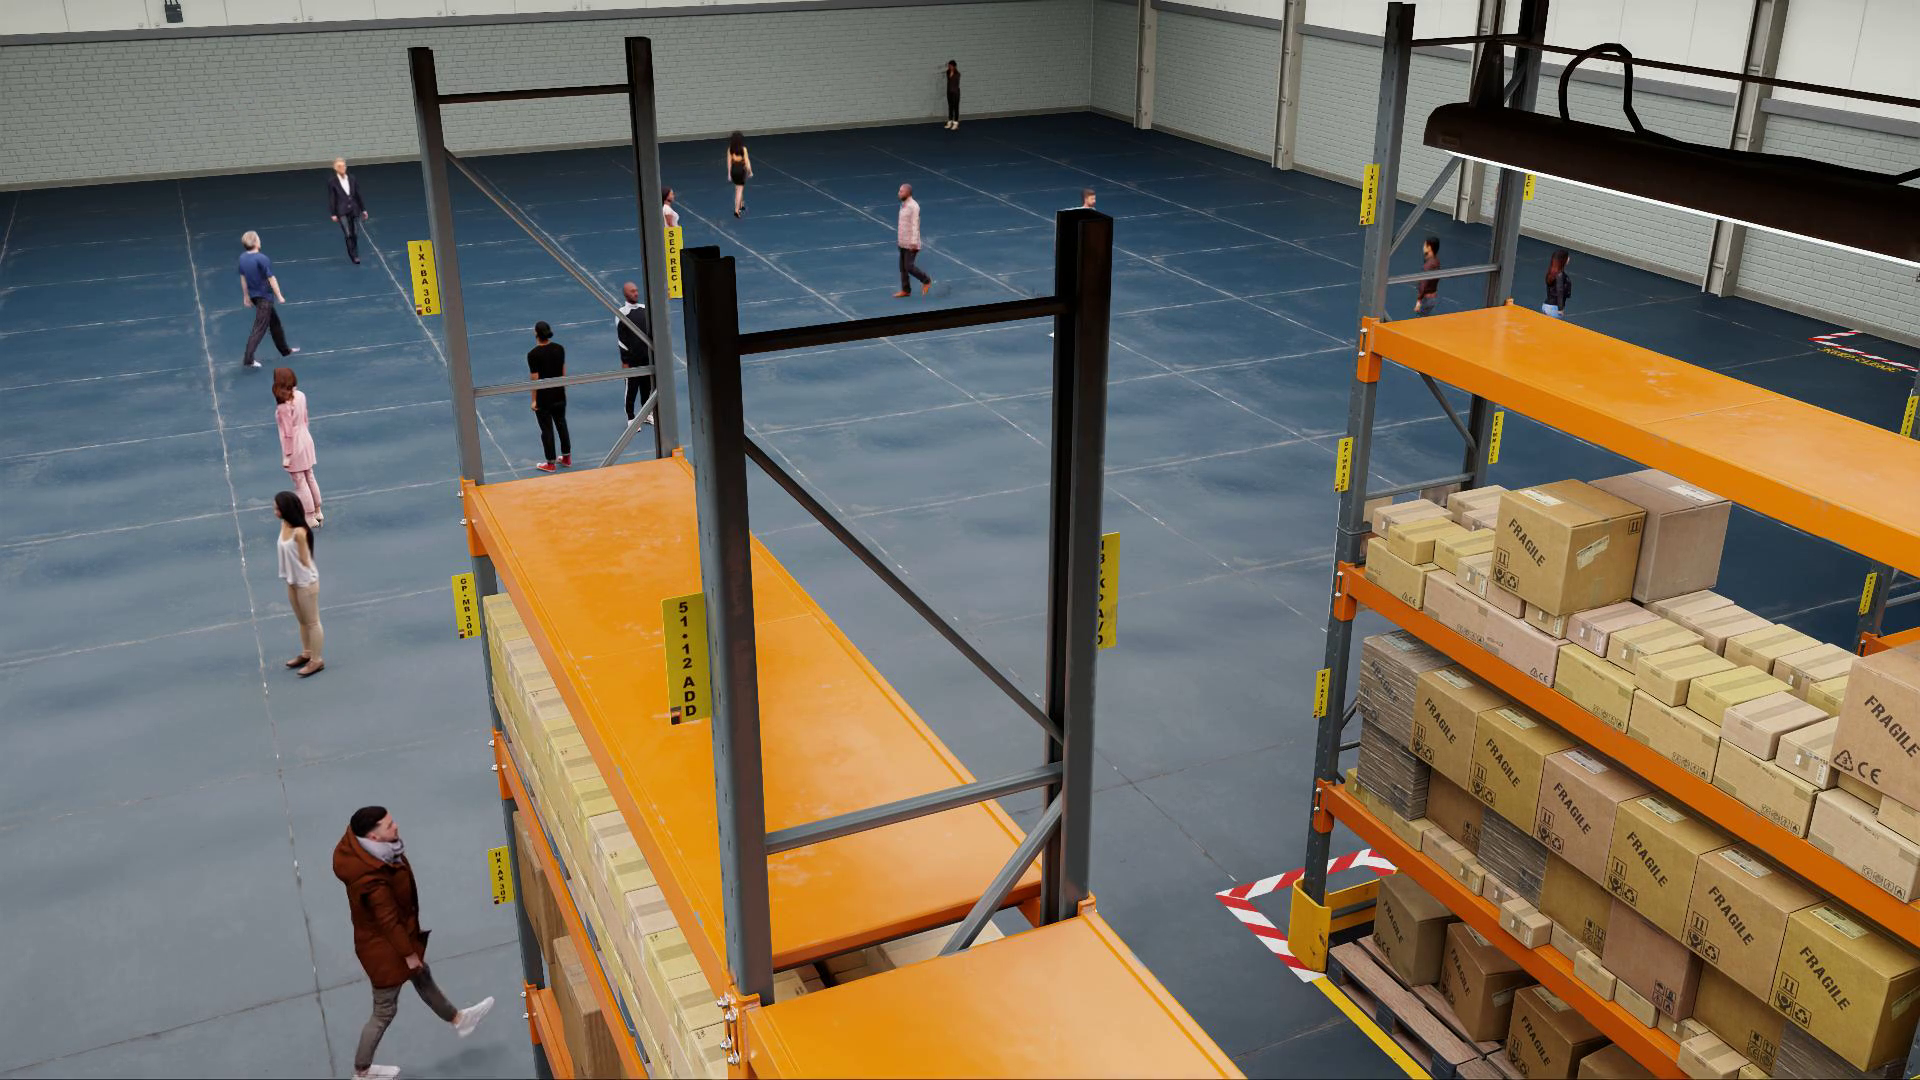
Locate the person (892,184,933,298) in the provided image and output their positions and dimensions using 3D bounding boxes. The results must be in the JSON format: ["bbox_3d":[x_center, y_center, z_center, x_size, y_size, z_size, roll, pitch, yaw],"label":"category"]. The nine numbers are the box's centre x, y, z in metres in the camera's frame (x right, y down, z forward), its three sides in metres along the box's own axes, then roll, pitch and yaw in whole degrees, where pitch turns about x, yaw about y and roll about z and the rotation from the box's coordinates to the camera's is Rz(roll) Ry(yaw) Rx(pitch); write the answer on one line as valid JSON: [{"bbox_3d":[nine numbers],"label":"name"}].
[{"bbox_3d":[-0.731,-4.688,26.152,0.782,1.784,0.812,-12,26,-27],"label":"person"}]

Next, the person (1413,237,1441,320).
[{"bbox_3d":[6.486,-3.246,22.804,1.116,1.751,1.024,10,25,22],"label":"person"}]

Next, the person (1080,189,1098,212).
[{"bbox_3d":[1.844,-4.469,25.604,1.281,1.810,0.959,20,30,38],"label":"person"}]

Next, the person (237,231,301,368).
[{"bbox_3d":[-9.585,-3.236,22.686,1.238,1.824,1.163,13,26,28],"label":"person"}]

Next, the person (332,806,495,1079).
[{"bbox_3d":[-3.366,2.375,9.545,0.782,1.783,1.054,-13,26,-27],"label":"person"}]

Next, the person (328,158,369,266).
[{"bbox_3d":[-10.426,-5.594,28.308,0.856,1.764,1.233,-17,28,-34],"label":"person"}]

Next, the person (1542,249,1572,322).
[{"bbox_3d":[8.138,-3.174,22.782,0.775,1.634,0.648,0,23,0],"label":"person"}]

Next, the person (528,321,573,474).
[{"bbox_3d":[-4.699,-1.652,19.045,0.717,1.758,0.716,19,29,37],"label":"person"}]

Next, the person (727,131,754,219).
[{"bbox_3d":[-4.224,-6.895,31.551,0.897,1.619,0.980,7,24,16],"label":"person"}]

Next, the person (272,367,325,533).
[{"bbox_3d":[-6.881,-0.938,17.309,0.753,1.803,0.642,3,23,7],"label":"person"}]

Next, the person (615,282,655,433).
[{"bbox_3d":[-3.984,-2.284,20.442,0.716,1.829,0.741,17,29,35],"label":"person"}]

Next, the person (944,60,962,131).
[{"bbox_3d":[-0.161,-11.084,41.348,0.704,1.662,0.761,6,24,14],"label":"person"}]

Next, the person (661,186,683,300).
[{"bbox_3d":[-4.595,-4.709,26.254,0.652,1.743,0.468,-8,24,-18],"label":"person"}]

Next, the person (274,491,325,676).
[{"bbox_3d":[-5.727,0.343,14.489,0.633,1.651,0.693,9,25,19],"label":"person"}]
